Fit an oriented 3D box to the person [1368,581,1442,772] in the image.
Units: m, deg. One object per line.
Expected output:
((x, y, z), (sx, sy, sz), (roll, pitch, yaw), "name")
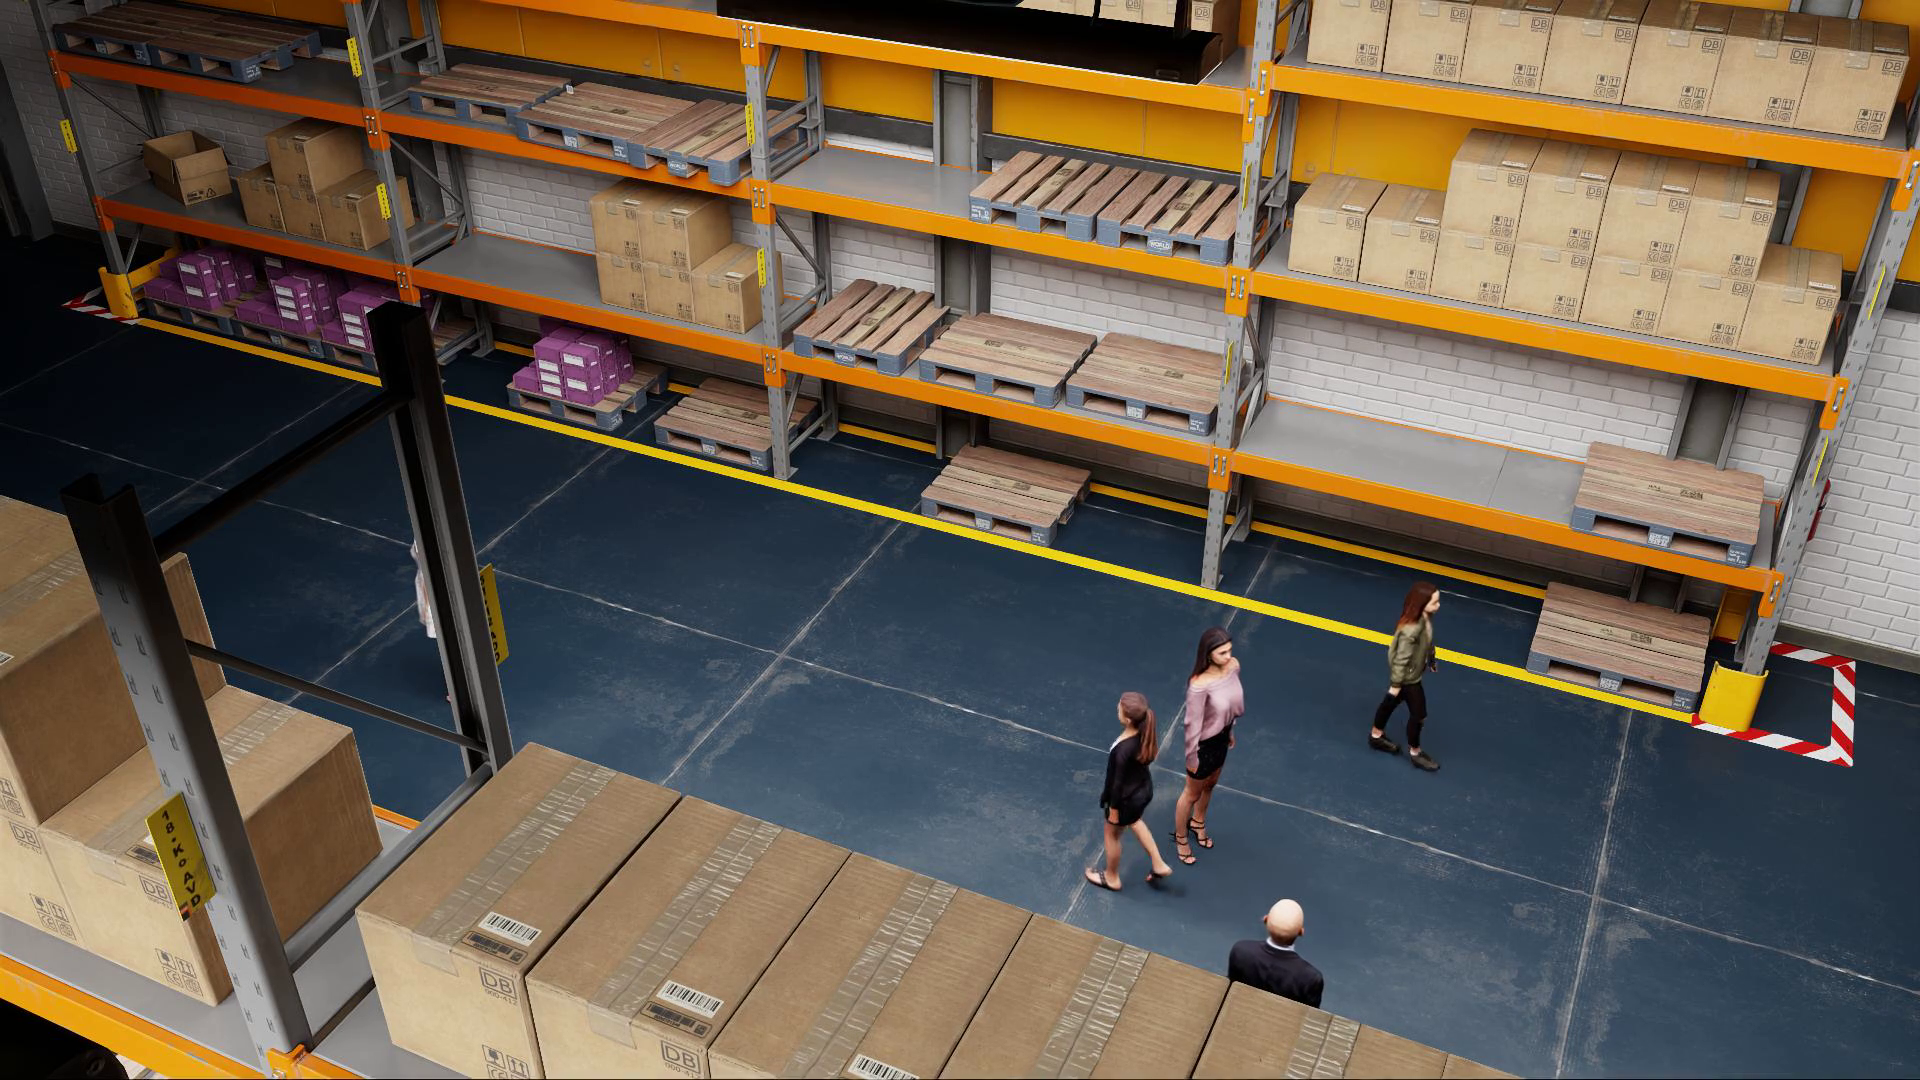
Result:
((3.014, 0.884, 11.435), (0.759, 1.460, 0.617), (15, 37, 22), "person")

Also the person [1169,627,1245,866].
((1.556, 1.291, 10.505), (0.694, 1.811, 0.653), (-28, 43, -36), "person")

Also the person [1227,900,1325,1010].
((1.583, 2.560, 8.608), (0.521, 1.798, 0.745), (17, 37, 23), "person")

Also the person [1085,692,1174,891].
((1.109, 1.577, 10.314), (0.822, 1.547, 0.654), (21, 39, 28), "person")
